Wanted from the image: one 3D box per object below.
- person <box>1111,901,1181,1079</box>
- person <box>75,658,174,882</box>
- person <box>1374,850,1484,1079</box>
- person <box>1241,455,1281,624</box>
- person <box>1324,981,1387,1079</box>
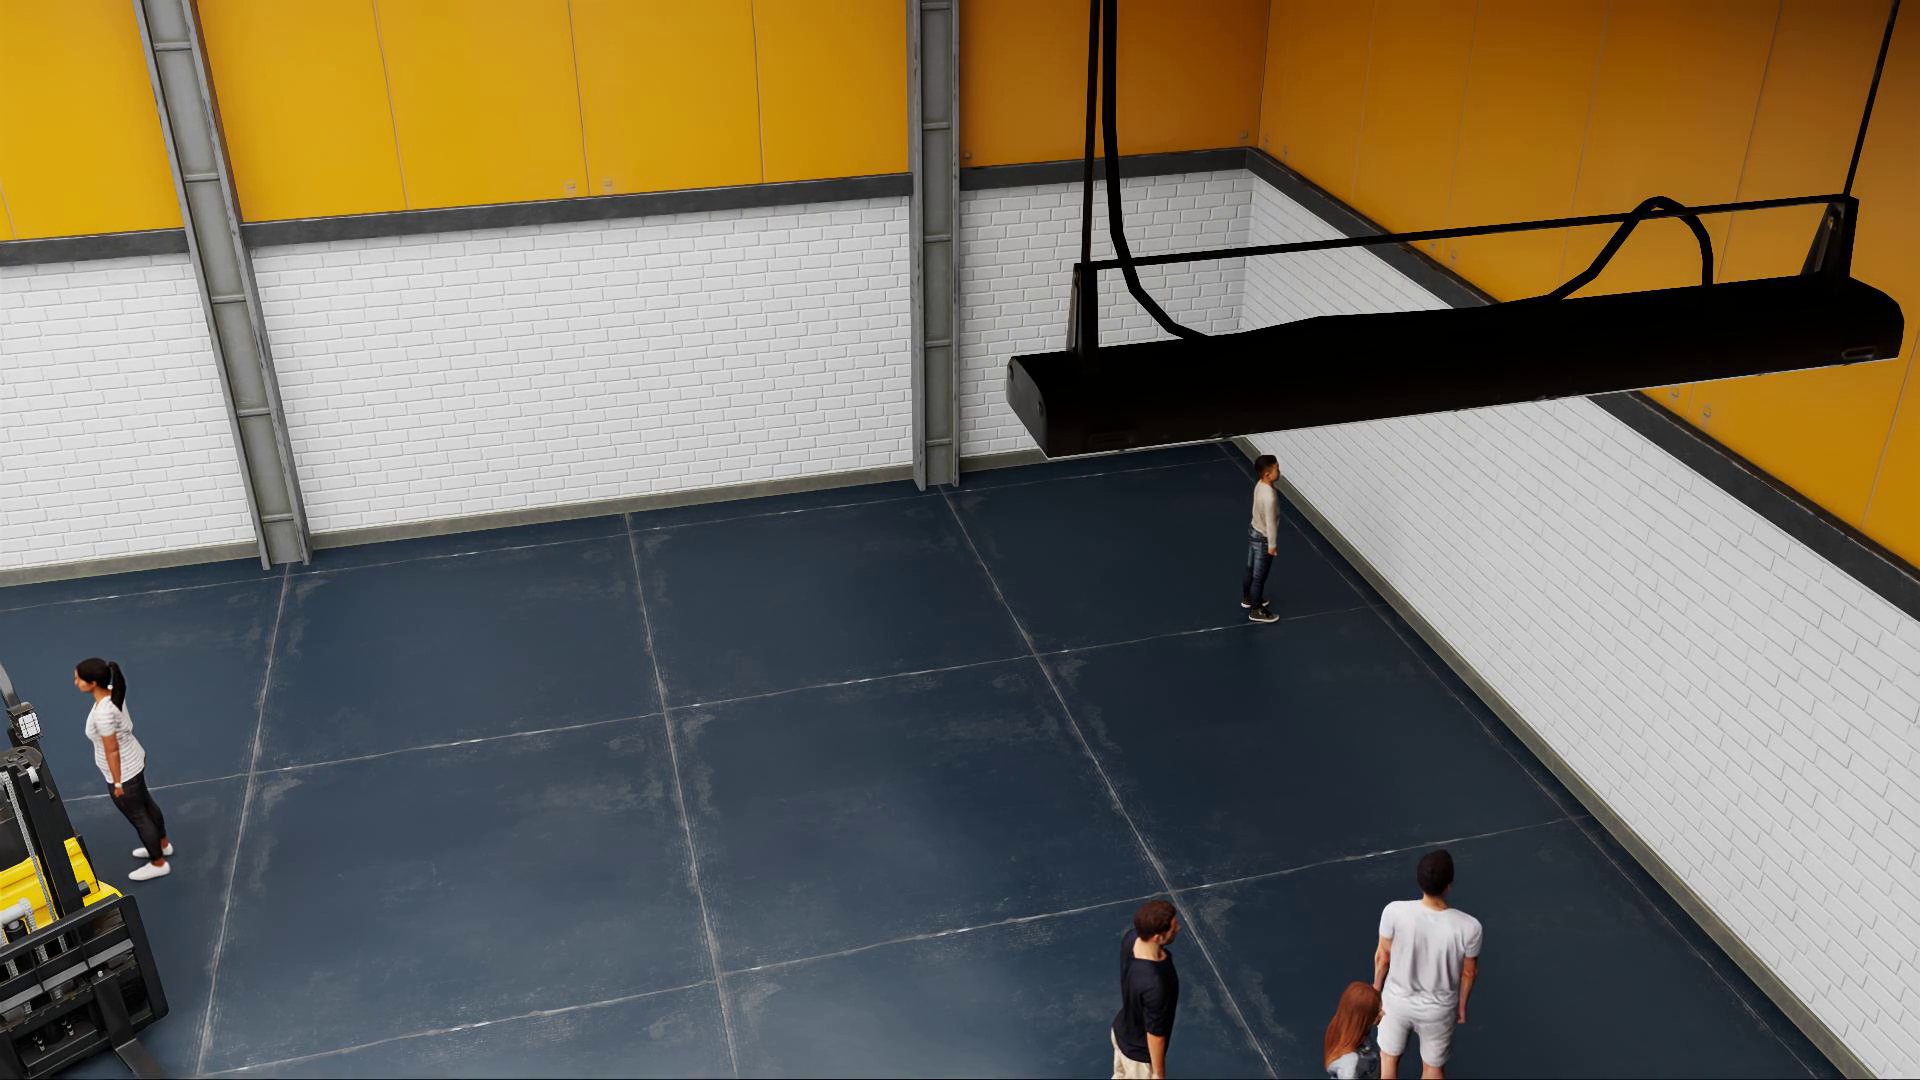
[{"bbox_3d":[0.917,2.578,8.575,0.535,1.851,0.636,-6,29,-11],"label":"person"},{"bbox_3d":[-5.433,1.468,10.826,0.513,1.644,0.565,-9,30,-16],"label":"person"},{"bbox_3d":[2.447,2.429,8.846,0.714,1.854,0.824,9,30,16],"label":"person"},{"bbox_3d":[2.499,-0.035,13.768,0.555,1.465,0.576,-2,29,-4],"label":"person"},{"bbox_3d":[1.880,2.851,8.229,0.665,1.703,0.683,5,29,8],"label":"person"}]
